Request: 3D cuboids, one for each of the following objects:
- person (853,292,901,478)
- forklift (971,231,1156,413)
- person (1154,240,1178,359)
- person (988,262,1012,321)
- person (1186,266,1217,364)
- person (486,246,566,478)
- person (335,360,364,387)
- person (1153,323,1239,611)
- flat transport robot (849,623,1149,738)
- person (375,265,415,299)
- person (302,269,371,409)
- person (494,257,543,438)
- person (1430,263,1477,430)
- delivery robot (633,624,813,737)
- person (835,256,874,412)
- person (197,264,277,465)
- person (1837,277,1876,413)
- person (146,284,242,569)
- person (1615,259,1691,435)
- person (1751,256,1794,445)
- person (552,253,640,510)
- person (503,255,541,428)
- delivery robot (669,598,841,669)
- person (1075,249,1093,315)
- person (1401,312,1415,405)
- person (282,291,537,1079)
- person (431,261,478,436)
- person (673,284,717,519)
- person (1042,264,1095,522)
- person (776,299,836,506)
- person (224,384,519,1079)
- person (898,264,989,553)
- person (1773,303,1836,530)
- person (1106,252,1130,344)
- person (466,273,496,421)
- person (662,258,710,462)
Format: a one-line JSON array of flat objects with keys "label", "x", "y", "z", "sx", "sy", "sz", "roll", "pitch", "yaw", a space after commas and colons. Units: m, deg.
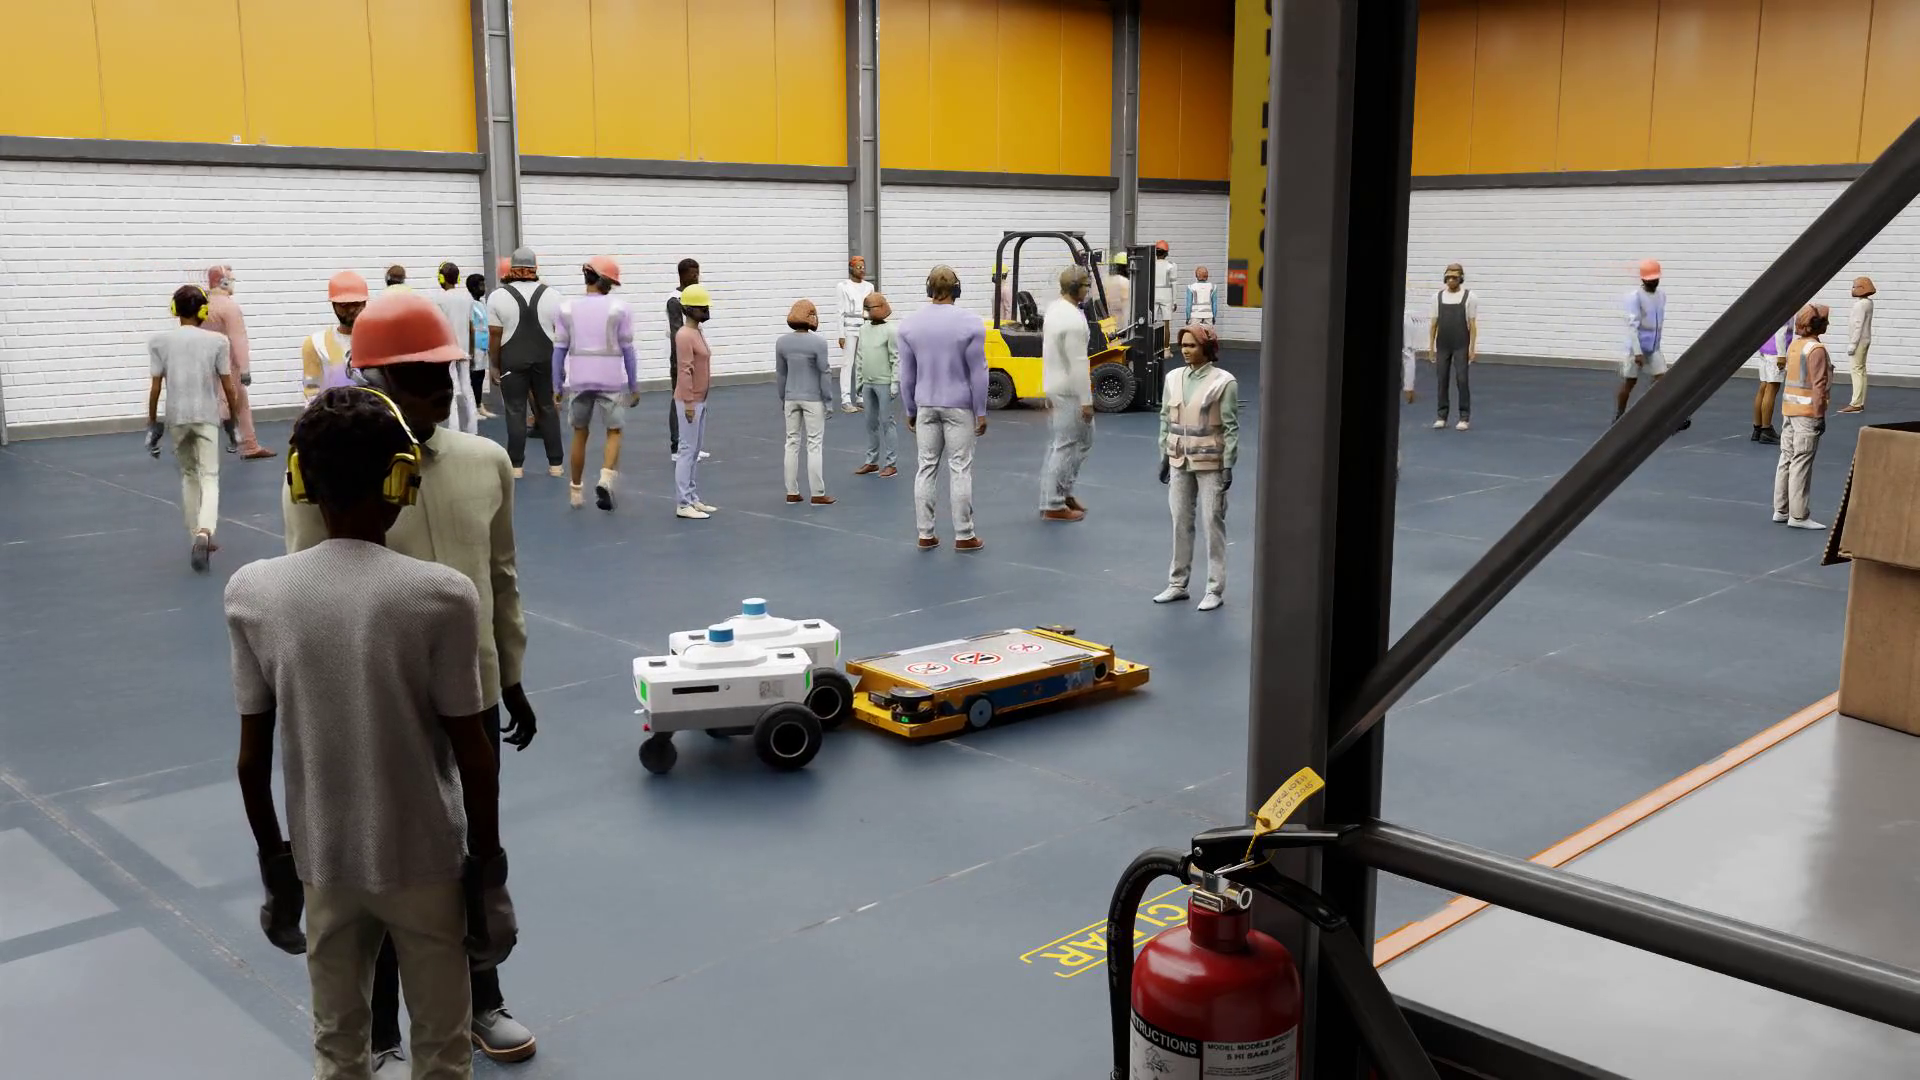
[{"label": "person", "x": -0.735, "y": -1.371, "z": 14.733, "sx": 0.508, "sy": 1.632, "sz": 0.271, "roll": 10, "pitch": 14, "yaw": 43}, {"label": "forklift", "x": 1.222, "y": -2.721, "z": 20.561, "sx": 2.313, "sy": 2.155, "sz": 1.214, "roll": 2, "pitch": 11, "yaw": 13}, {"label": "person", "x": 3.480, "y": -4.167, "z": 28.859, "sx": 0.612, "sy": 2.043, "sz": 0.374, "roll": 3, "pitch": 11, "yaw": 17}, {"label": "person", "x": 0.547, "y": -2.898, "z": 22.697, "sx": 0.326, "sy": 1.767, "sz": 0.533, "roll": -3, "pitch": 11, "yaw": -16}, {"label": "person", "x": 3.836, "y": -3.521, "z": 26.439, "sx": 0.514, "sy": 1.641, "sz": 0.307, "roll": -2, "pitch": 11, "yaw": -9}, {"label": "person", "x": -3.835, "y": -1.576, "z": 14.739, "sx": 0.688, "sy": 2.000, "sz": 0.536, "roll": -4, "pitch": 11, "yaw": -22}, {"label": "person", "x": -2.949, "y": -0.307, "z": 8.509, "sx": 0.581, "sy": 1.803, "sz": 0.980, "roll": 2, "pitch": 11, "yaw": 12}, {"label": "person", "x": 1.358, "y": -0.418, "z": 9.517, "sx": 0.518, "sy": 1.639, "sz": 0.312, "roll": 10, "pitch": 14, "yaw": 44}, {"label": "flat transport robot", "x": 0.134, "y": 0.618, "z": 7.603, "sx": 1.431, "sy": 0.197, "sz": 0.652, "roll": -8, "pitch": 13, "yaw": -39}, {"label": "person", "x": -6.208, "y": -2.113, "z": 18.316, "sx": 0.464, "sy": 1.803, "sz": 0.652, "roll": 3, "pitch": 11, "yaw": 15}, {"label": "person", "x": -3.458, "y": -0.572, "z": 9.546, "sx": 0.544, "sy": 1.939, "sz": 0.354, "roll": -6, "pitch": 12, "yaw": -29}, {"label": "person", "x": -4.592, "y": -1.998, "z": 17.440, "sx": 0.487, "sy": 1.899, "sz": 0.571, "roll": 6, "pitch": 12, "yaw": 28}, {"label": "person", "x": 5.415, "y": -2.113, "z": 18.290, "sx": 0.521, "sy": 1.828, "sz": 0.385, "roll": 6, "pitch": 12, "yaw": 30}, {"label": "delivery robot", "x": -0.966, "y": 0.585, "z": 6.750, "sx": 0.707, "sy": 0.478, "sz": 0.477, "roll": -3, "pitch": 11, "yaw": -14}, {"label": "person", "x": -1.249, "y": -2.492, "z": 20.163, "sx": 0.574, "sy": 1.883, "sz": 0.355, "roll": -10, "pitch": 14, "yaw": -42}, {"label": "person", "x": -6.920, "y": -1.641, "z": 15.571, "sx": 0.652, "sy": 1.870, "sz": 0.924, "roll": 9, "pitch": 14, "yaw": 41}, {"label": "person", "x": 10.846, "y": -2.353, "z": 20.085, "sx": 0.276, "sy": 1.632, "sz": 0.507, "roll": 9, "pitch": 13, "yaw": 39}, {"label": "person", "x": -4.999, "y": -0.742, "z": 10.809, "sx": 0.579, "sy": 1.829, "sz": 0.847, "roll": -2, "pitch": 11, "yaw": -10}, {"label": "person", "x": 7.390, "y": -2.053, "z": 17.798, "sx": 0.559, "sy": 1.868, "sz": 1.004, "roll": -5, "pitch": 11, "yaw": -24}, {"label": "person", "x": 8.378, "y": -1.948, "z": 17.047, "sx": 0.359, "sy": 1.939, "sz": 0.543, "roll": 2, "pitch": 11, "yaw": 12}, {"label": "person", "x": -2.832, "y": -1.196, "z": 12.797, "sx": 0.691, "sy": 1.993, "sz": 0.696, "roll": 1, "pitch": 10, "yaw": 3}, {"label": "person", "x": -4.825, "y": -2.184, "z": 18.391, "sx": 0.662, "sy": 1.913, "sz": 0.455, "roll": 5, "pitch": 12, "yaw": 26}, {"label": "delivery robot", "x": -0.892, "y": 0.498, "z": 7.227, "sx": 0.707, "sy": 0.478, "sz": 0.477, "roll": -5, "pitch": 11, "yaw": -23}, {"label": "person", "x": 1.960, "y": -3.755, "z": 26.993, "sx": 0.402, "sy": 1.904, "sz": 0.652, "roll": -7, "pitch": 12, "yaw": -33}, {"label": "person", "x": 3.484, "y": -1.339, "z": 14.102, "sx": 0.902, "sy": 1.792, "sz": 0.613, "roll": -8, "pitch": 13, "yaw": -38}, {"label": "person", "x": -1.346, "y": 0.386, "z": 4.155, "sx": 0.378, "sy": 1.995, "sz": 0.622, "roll": 10, "pitch": 14, "yaw": 43}, {"label": "person", "x": -5.164, "y": -1.898, "z": 16.972, "sx": 0.309, "sy": 1.866, "sz": 0.534, "roll": 8, "pitch": 13, "yaw": 37}, {"label": "person", "x": -1.999, "y": -1.050, "z": 12.622, "sx": 0.327, "sy": 1.767, "sz": 0.533, "roll": 0, "pitch": 10, "yaw": 2}, {"label": "person", "x": 0.849, "y": -1.074, "z": 12.333, "sx": 0.533, "sy": 1.917, "sz": 0.649, "roll": -2, "pitch": 11, "yaw": -12}, {"label": "person", "x": -1.225, "y": -1.084, "z": 13.168, "sx": 0.499, "sy": 1.633, "sz": 0.289, "roll": 5, "pitch": 12, "yaw": 27}, {"label": "person", "x": -1.088, "y": 0.639, "z": 3.159, "sx": 0.508, "sy": 1.861, "sz": 0.329, "roll": 1, "pitch": 10, "yaw": 5}, {"label": "person", "x": -0.101, "y": -0.874, "z": 11.187, "sx": 0.630, "sy": 1.940, "sz": 0.372, "roll": 4, "pitch": 11, "yaw": 19}, {"label": "person", "x": 6.172, "y": -0.904, "z": 12.157, "sx": 0.307, "sy": 1.645, "sz": 0.514, "roll": 1, "pitch": 10, "yaw": 4}, {"label": "person", "x": 2.152, "y": -2.971, "z": 22.715, "sx": 0.481, "sy": 1.913, "sz": 0.593, "roll": -5, "pitch": 11, "yaw": -25}, {"label": "person", "x": -5.579, "y": -2.228, "z": 19.229, "sx": 0.317, "sy": 1.695, "sz": 0.540, "roll": 1, "pitch": 10, "yaw": 5}, {"label": "person", "x": -2.617, "y": -1.709, "z": 15.815, "sx": 0.394, "sy": 1.913, "sz": 0.590, "roll": 2, "pitch": 11, "yaw": 9}]
